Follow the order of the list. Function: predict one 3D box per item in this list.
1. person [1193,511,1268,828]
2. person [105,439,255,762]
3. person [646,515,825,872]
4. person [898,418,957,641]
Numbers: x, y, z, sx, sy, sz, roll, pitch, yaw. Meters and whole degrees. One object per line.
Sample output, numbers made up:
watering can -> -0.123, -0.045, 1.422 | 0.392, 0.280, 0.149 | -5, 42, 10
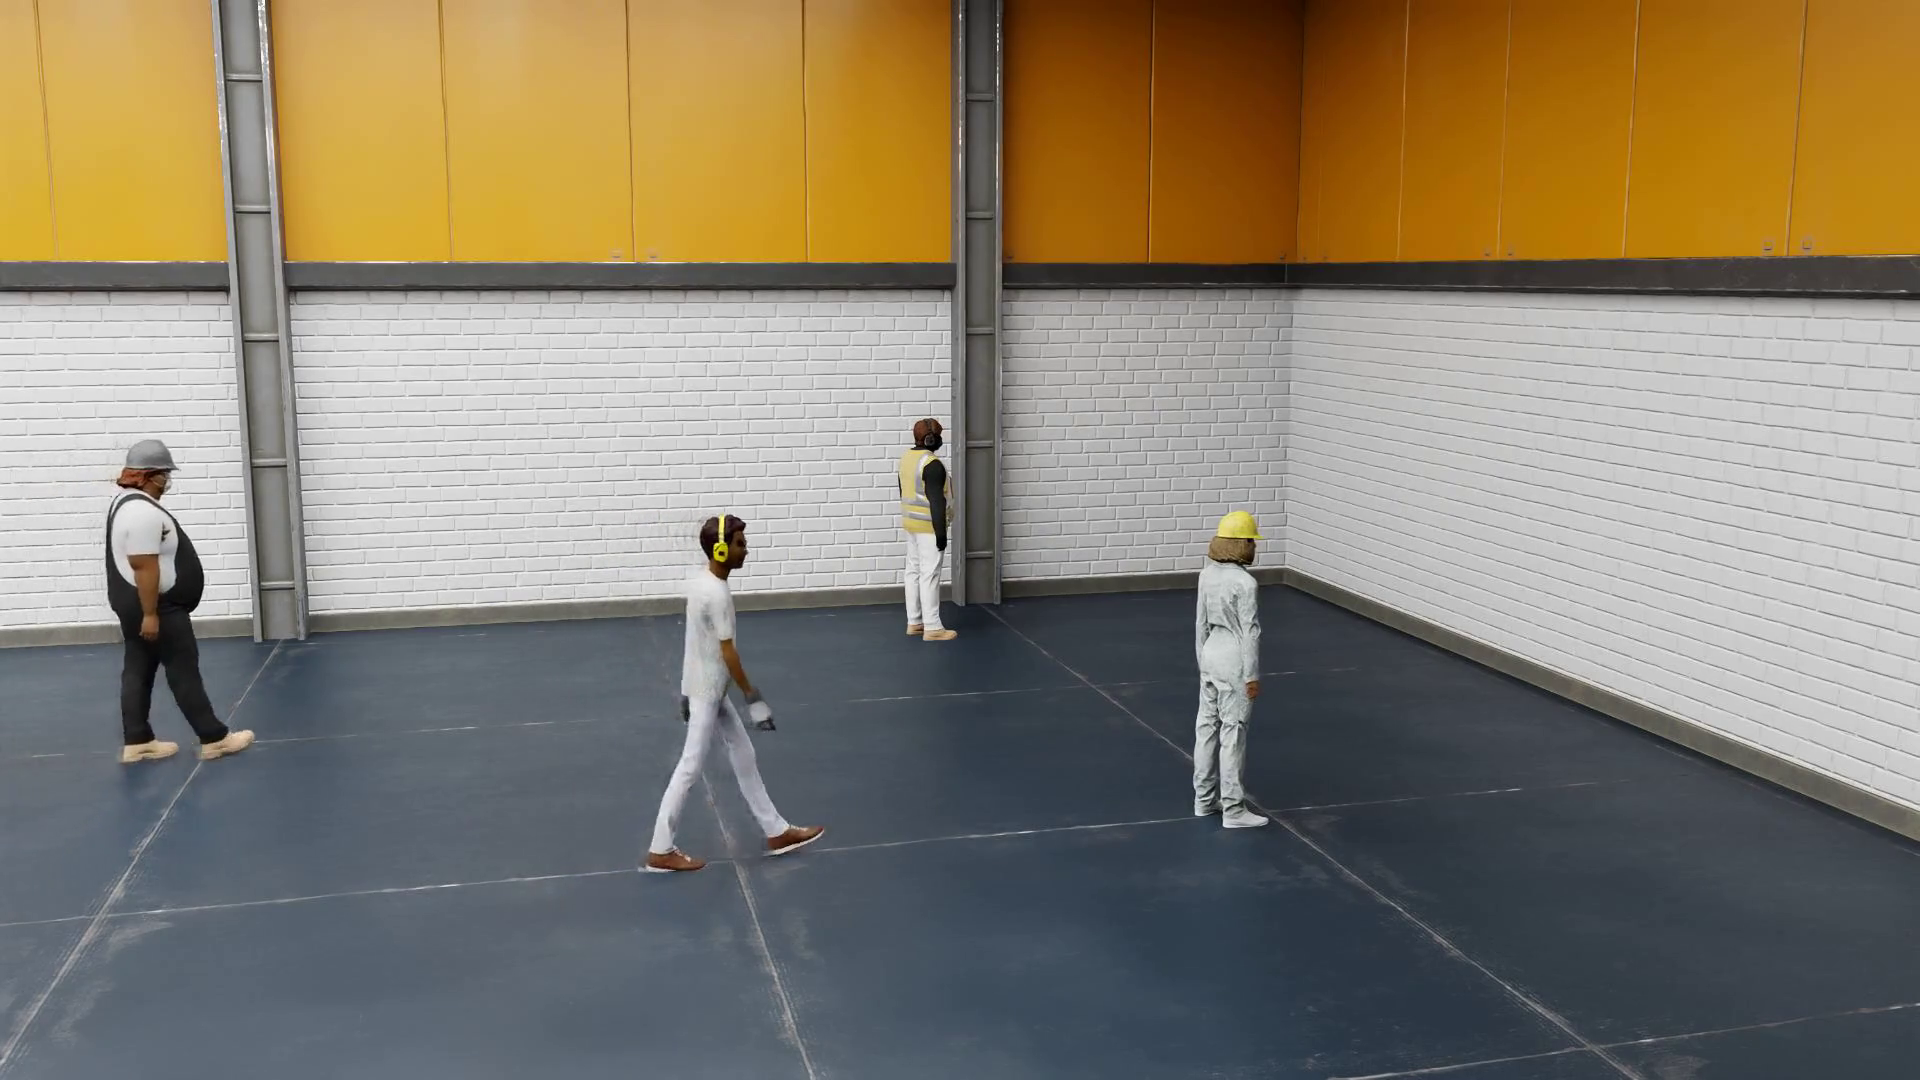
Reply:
person -> 1.496, 0.705, 9.179 | 0.312, 1.740, 0.486 | -5, 10, -27
person -> -4.896, 0.362, 10.383 | 0.788, 2.000, 0.706 | -7, 11, -37
person -> -1.171, 0.785, 8.418 | 0.949, 1.825, 0.509 | -1, 9, -8
person -> -0.265, -0.092, 13.835 | 0.429, 1.845, 0.621 | -5, 10, -27
